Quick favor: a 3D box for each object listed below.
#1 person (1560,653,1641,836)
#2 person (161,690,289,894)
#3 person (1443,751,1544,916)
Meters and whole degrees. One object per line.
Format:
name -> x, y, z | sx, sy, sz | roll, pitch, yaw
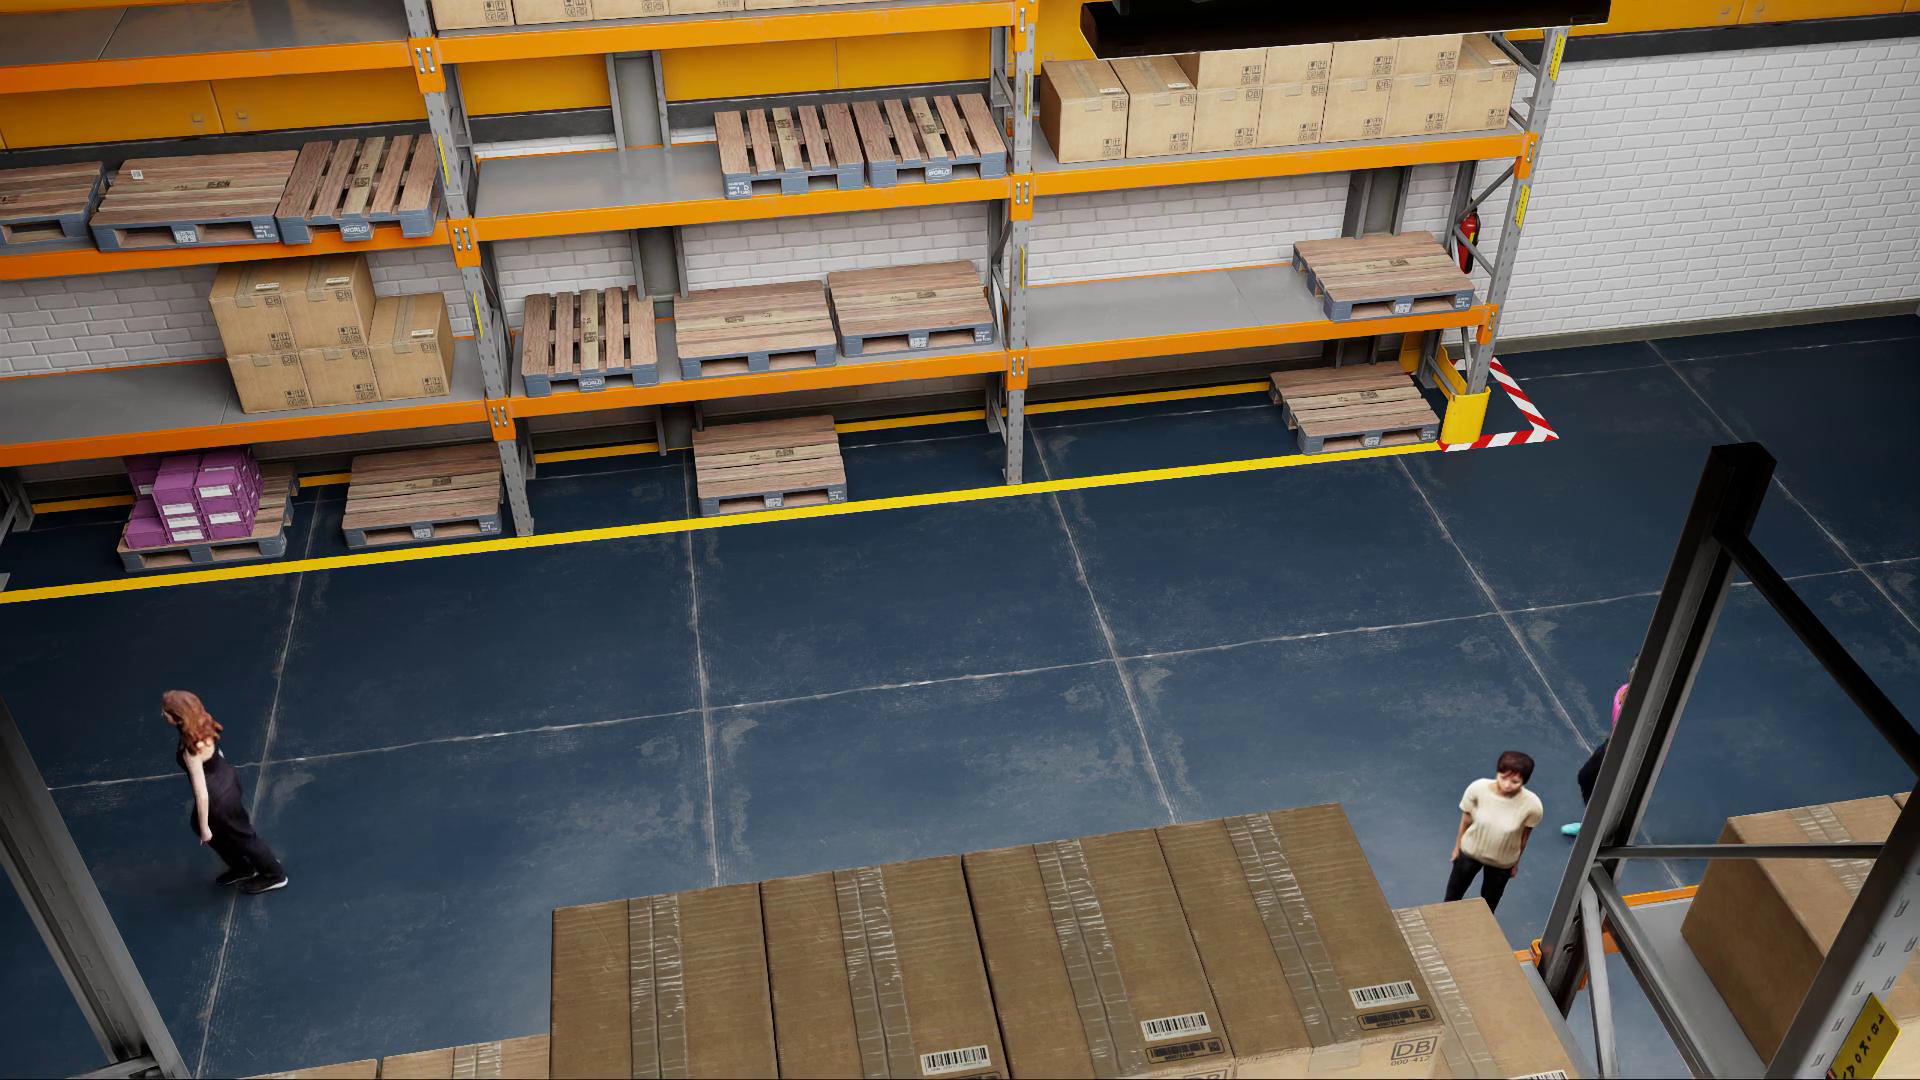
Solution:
person -> 4.196, 1.348, 10.228 | 0.723, 1.705, 0.660 | 4, 39, 5
person -> -4.351, 1.515, 9.996 | 0.701, 1.734, 0.665 | -12, 40, -14
person -> 3.086, 1.823, 9.727 | 0.603, 1.588, 0.717 | 15, 41, 18
